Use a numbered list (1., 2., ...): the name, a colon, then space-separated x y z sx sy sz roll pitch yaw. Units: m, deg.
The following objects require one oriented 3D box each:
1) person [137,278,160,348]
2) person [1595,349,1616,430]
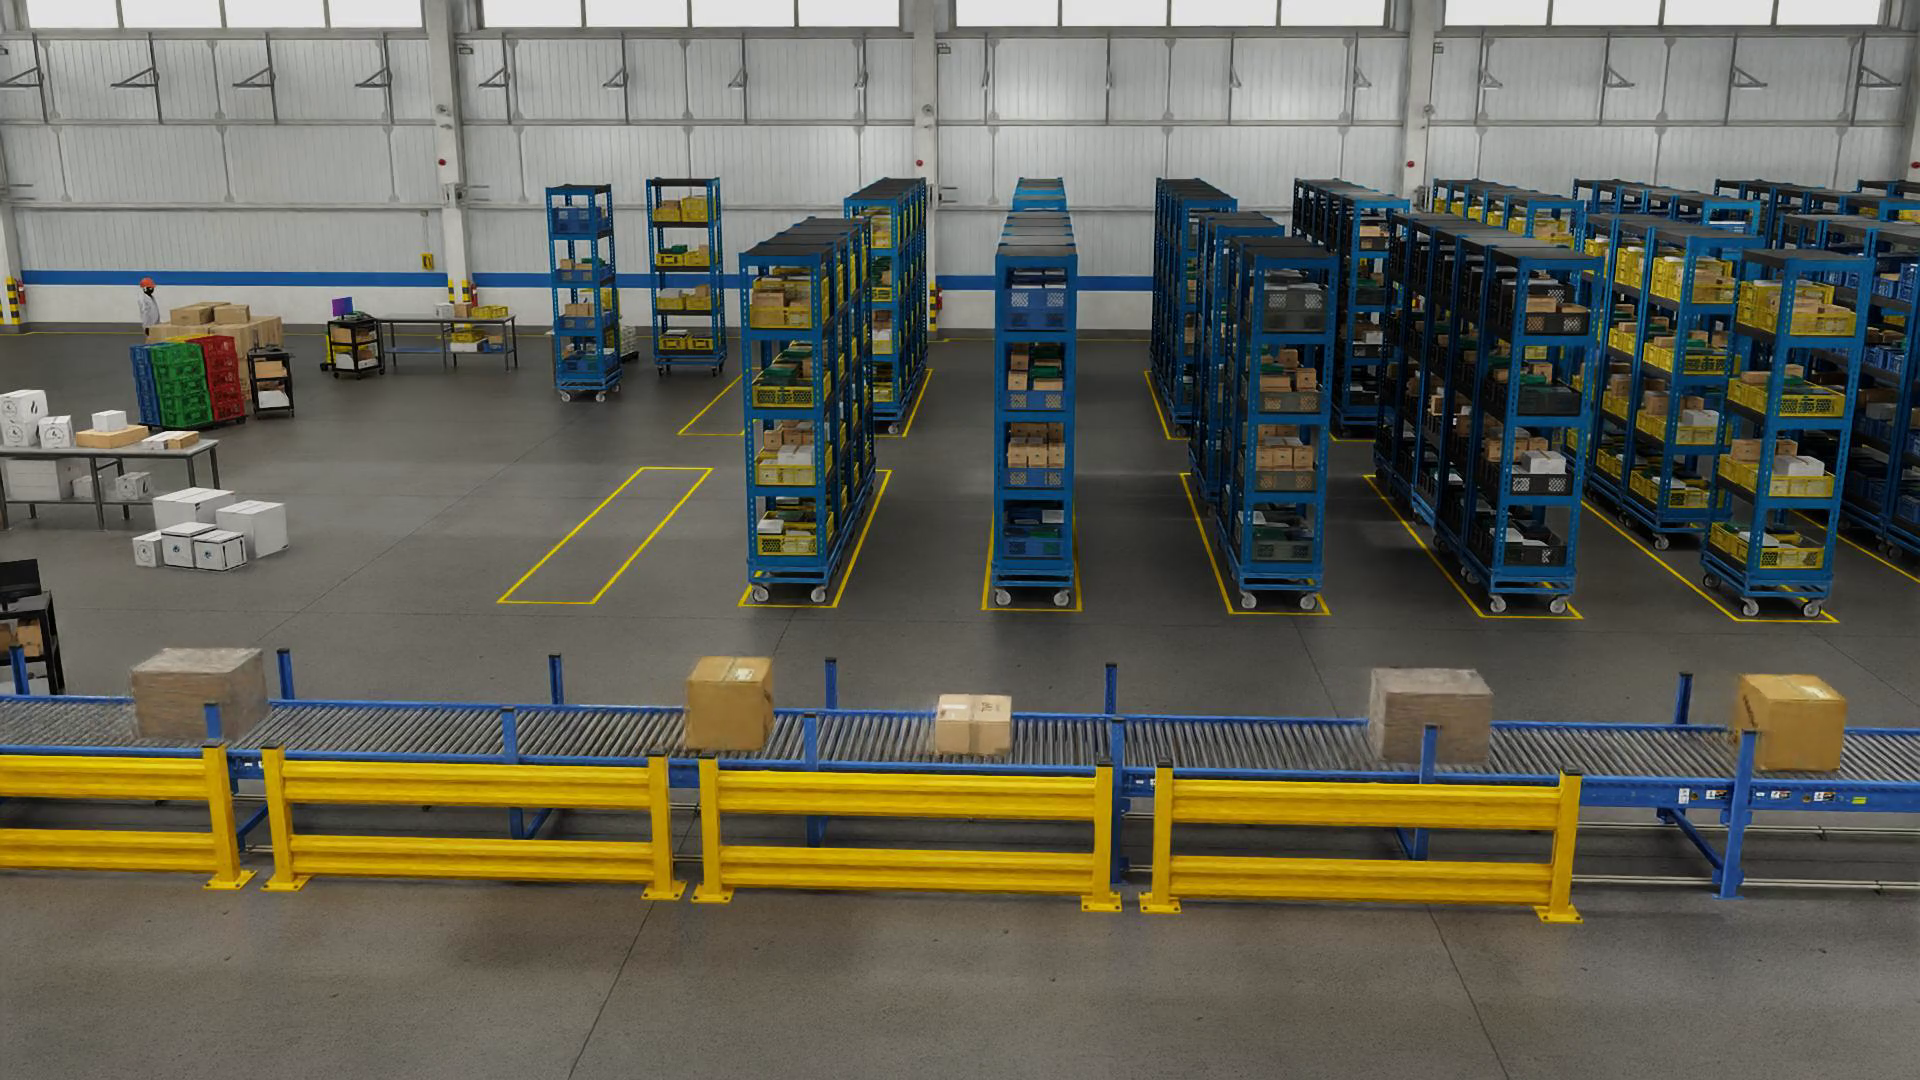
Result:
1. person: -15.175 -4.048 31.240 0.331 1.750 0.572 -1 15 -5
2. person: 9.475 -2.277 24.546 0.416 1.838 0.588 4 15 13
